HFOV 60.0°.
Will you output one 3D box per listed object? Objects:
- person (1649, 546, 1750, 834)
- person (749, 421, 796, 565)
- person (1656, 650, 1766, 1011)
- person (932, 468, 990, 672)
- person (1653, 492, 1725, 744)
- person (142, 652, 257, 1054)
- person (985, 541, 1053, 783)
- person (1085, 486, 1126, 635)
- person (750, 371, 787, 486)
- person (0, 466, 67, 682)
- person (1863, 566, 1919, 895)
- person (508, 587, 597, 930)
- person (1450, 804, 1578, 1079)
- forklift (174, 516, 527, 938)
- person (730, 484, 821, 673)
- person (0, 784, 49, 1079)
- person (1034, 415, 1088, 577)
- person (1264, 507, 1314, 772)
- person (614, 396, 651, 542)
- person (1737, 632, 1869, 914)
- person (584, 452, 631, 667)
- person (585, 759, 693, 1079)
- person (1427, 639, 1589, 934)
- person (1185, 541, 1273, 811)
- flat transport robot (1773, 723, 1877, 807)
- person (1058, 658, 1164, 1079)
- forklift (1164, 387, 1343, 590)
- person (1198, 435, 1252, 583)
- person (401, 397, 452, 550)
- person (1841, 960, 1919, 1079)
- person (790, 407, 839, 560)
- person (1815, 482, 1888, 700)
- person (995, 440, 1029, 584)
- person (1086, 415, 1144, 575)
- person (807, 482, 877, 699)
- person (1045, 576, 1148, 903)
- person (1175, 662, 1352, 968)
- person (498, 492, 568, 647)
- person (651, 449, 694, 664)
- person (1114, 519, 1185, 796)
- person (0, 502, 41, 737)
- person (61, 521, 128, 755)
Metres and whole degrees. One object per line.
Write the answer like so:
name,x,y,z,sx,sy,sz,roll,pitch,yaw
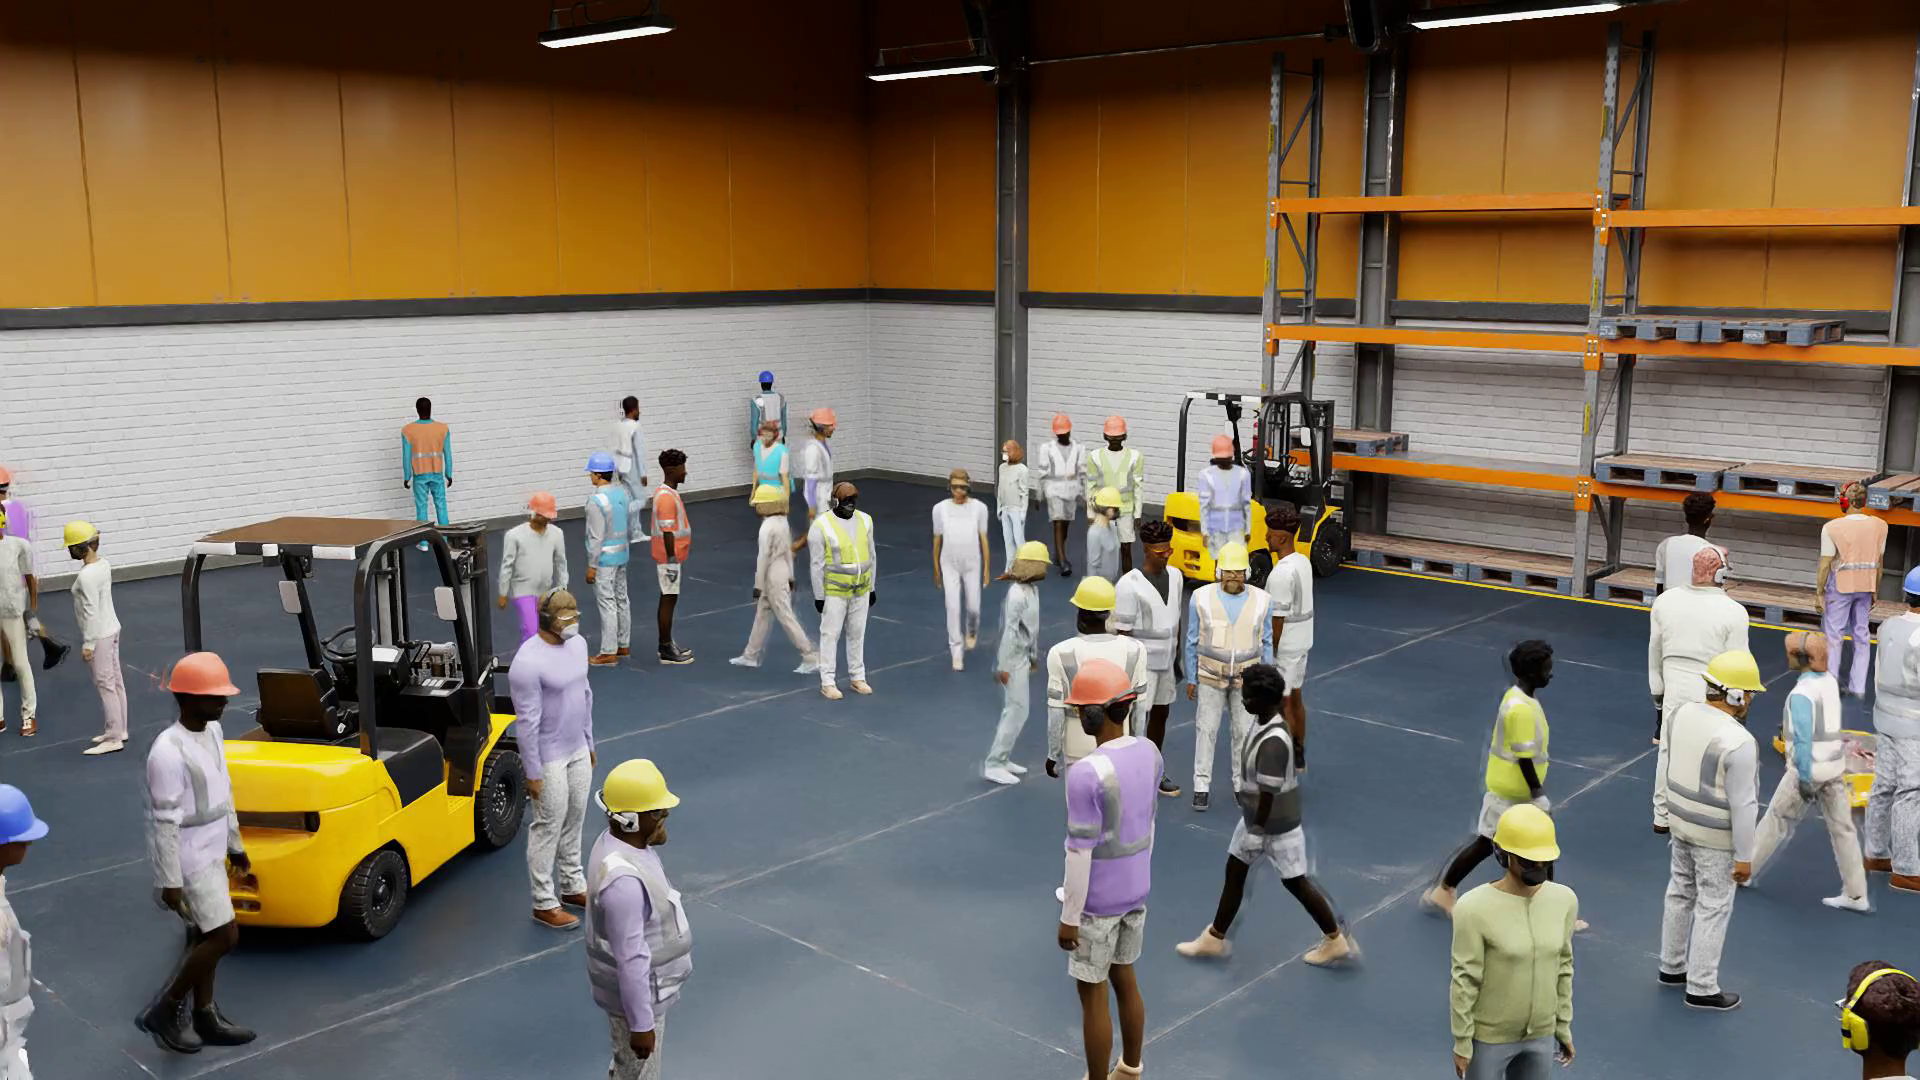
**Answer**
person,4.707,0.977,10.566,0.407,1.906,0.655,-7,12,-34
person,-2.166,-0.503,19.365,0.828,1.772,0.630,-9,13,-41
person,3.721,1.430,8.237,0.403,1.818,0.606,-2,10,-12
person,0.011,0.235,15.020,0.530,1.827,0.687,0,10,1
person,5.473,0.614,12.457,0.366,1.966,0.607,-4,11,-23
person,-3.518,1.462,7.763,0.425,1.919,0.539,-1,10,-6
person,0.426,0.854,11.834,0.464,1.701,0.524,2,10,13
person,1.202,0.404,14.262,0.450,1.754,0.535,5,11,28
person,-2.860,-1.550,24.834,0.605,1.949,0.384,-7,12,-36
person,-8.221,0.293,14.432,0.548,1.924,0.545,-1,10,-3
person,5.587,1.096,9.769,0.387,1.948,0.602,0,10,0
person,-2.235,1.200,9.245,0.383,1.929,0.635,4,11,19
person,2.042,1.823,6.146,0.525,1.769,0.309,-3,10,-18
forklift,-3.583,0.976,9.748,1.214,2.155,2.313,2,10,11
person,-1.639,0.344,14.797,0.914,1.693,0.494,2,10,13
person,-3.566,1.803,5.940,0.718,1.901,0.662,-9,13,-42
person,1.210,-0.526,19.254,0.631,1.863,1.013,-2,10,-13
person,2.302,0.738,11.784,0.375,1.957,0.607,5,11,27
person,-4.220,-0.881,21.157,0.632,1.903,0.612,-8,13,-38
person,4.852,1.312,9.561,0.514,1.587,0.867,-8,13,-38
person,-3.190,0.172,15.032,0.386,1.948,0.601,3,10,16
person,-1.240,1.735,6.458,0.404,1.830,0.601,-2,10,-14
person,3.032,1.344,9.175,0.841,1.659,0.524,5,11,28
person,1.801,0.912,11.140,0.587,1.835,0.403,0,10,3
flat transport robot,6.353,1.585,11.758,0.652,0.197,1.431,1,10,7
person,0.614,1.510,7.185,0.411,2.033,0.613,8,13,37
forklift,3.298,-0.608,18.767,1.214,2.155,2.313,9,13,42
person,2.678,-0.116,16.799,0.566,1.900,0.530,0,10,2
person,-6.647,-0.824,20.787,0.592,1.916,0.375,-5,11,-25
person,2.458,2.060,4.546,0.510,1.861,0.324,-2,10,-11
person,-1.661,-0.488,18.643,0.846,2.020,0.607,1,10,5
person,7.399,0.438,13.842,0.560,1.836,0.394,-1,10,-6
person,0.594,-0.320,18.755,0.278,1.628,0.505,-7,12,-35
person,1.632,-0.309,17.547,0.602,2.034,0.416,1,10,6
person,-0.968,0.419,13.968,0.619,1.836,0.431,-8,12,-37
person,0.769,1.156,9.476,0.591,1.930,0.353,-2,10,-13
person,1.635,1.444,8.665,0.910,1.646,0.532,0,10,0
person,-3.586,0.443,14.197,0.830,1.693,0.598,8,13,40
person,-2.630,0.140,15.157,0.367,1.964,0.609,-2,10,-10
person,1.297,0.816,11.342,0.617,1.957,0.376,-9,13,-41
person,-7.383,0.603,12.811,0.532,1.865,0.310,-2,10,-11
person,-6.467,0.724,12.431,0.334,1.760,0.523,-2,10,-13
